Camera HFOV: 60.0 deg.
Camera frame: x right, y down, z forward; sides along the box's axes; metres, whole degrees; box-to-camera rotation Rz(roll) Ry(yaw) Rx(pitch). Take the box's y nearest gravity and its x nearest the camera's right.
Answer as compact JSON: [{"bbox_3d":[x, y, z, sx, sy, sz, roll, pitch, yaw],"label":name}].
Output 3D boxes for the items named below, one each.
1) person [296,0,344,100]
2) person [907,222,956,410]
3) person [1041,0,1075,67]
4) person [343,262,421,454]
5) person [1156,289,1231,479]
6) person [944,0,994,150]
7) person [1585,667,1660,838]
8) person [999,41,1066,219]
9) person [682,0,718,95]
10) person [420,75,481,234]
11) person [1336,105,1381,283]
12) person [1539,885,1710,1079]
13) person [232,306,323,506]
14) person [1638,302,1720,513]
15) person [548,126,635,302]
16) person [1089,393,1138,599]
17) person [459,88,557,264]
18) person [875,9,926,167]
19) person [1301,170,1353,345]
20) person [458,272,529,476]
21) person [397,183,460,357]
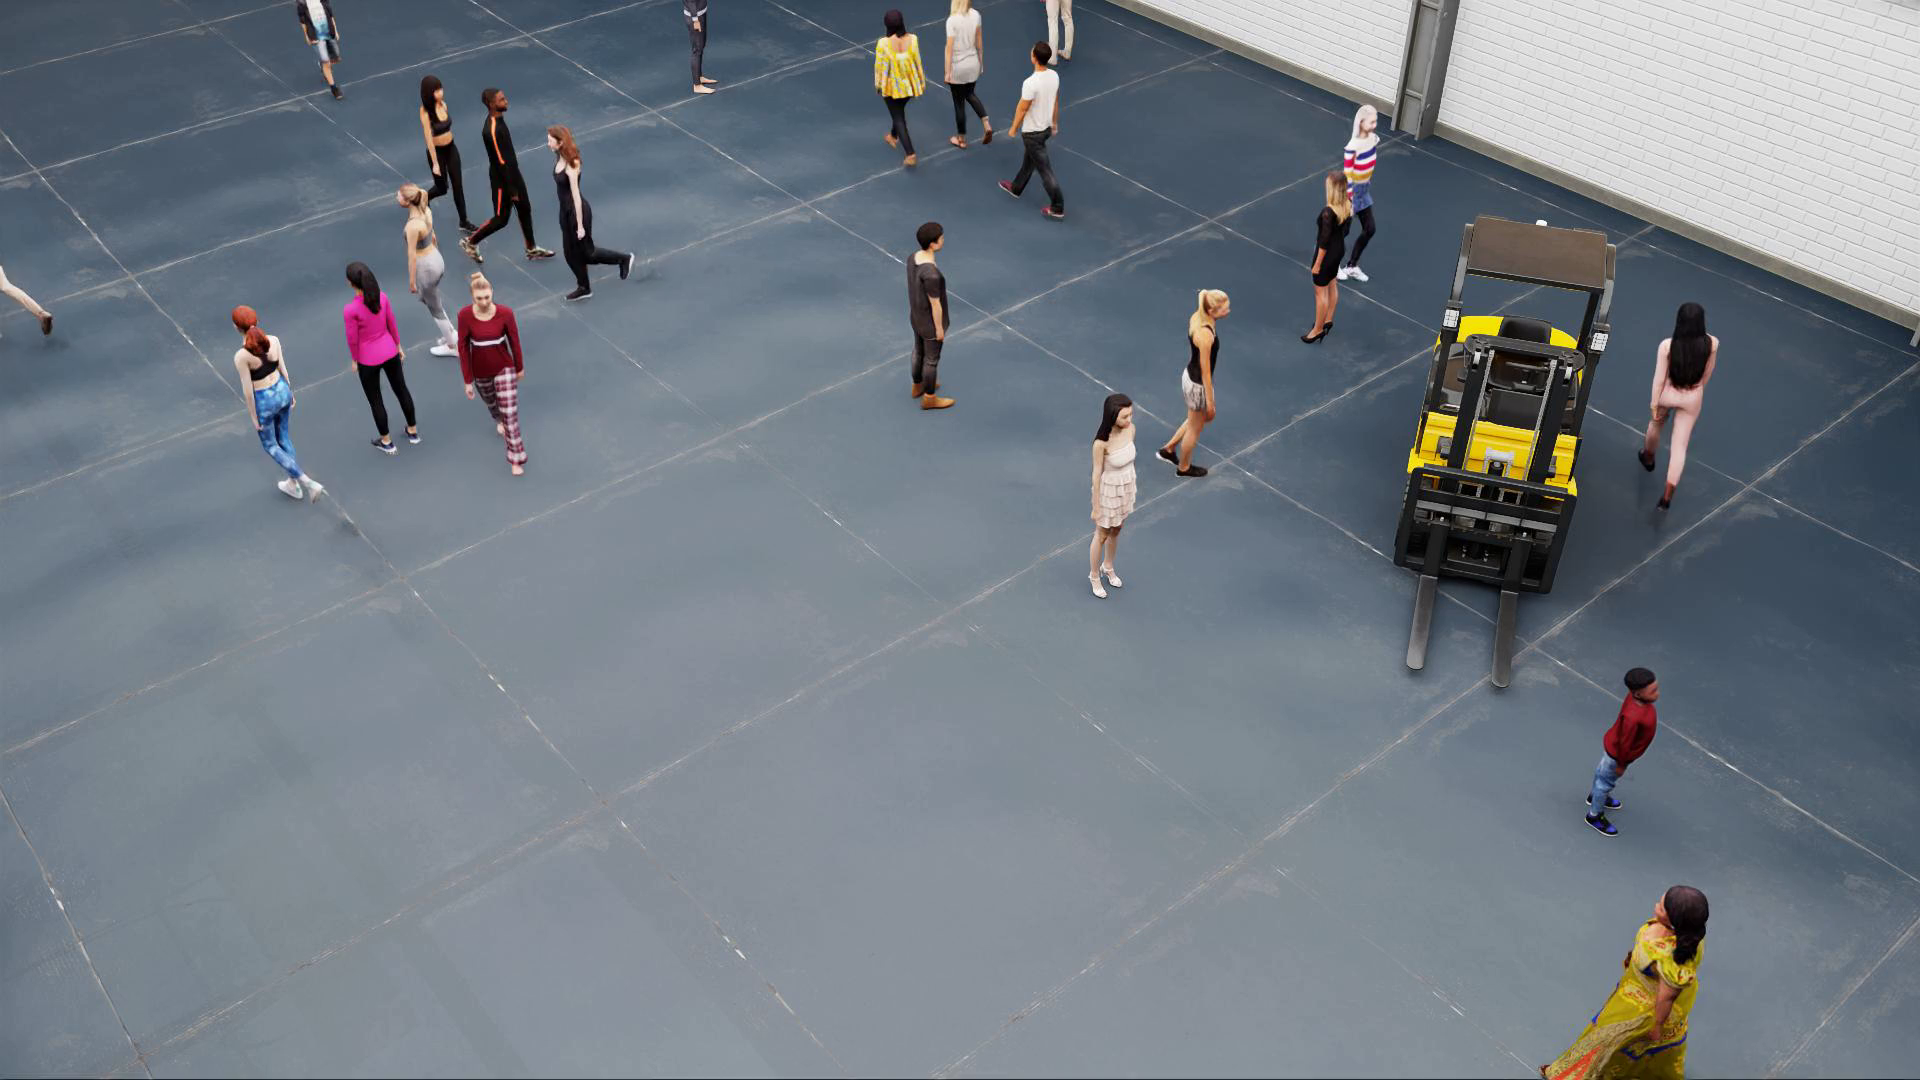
[{"bbox_3d":[-7.408,-5.871,19.252,0.564,1.430,0.829,-31,48,-32],"label":"person"},{"bbox_3d":[-0.277,-1.905,14.059,0.737,1.714,0.564,-16,41,-19],"label":"person"},{"bbox_3d":[1.187,-6.602,19.834,0.646,1.847,0.547,-26,45,-29],"label":"person"},{"bbox_3d":[-4.719,-1.489,13.559,0.635,1.698,0.640,28,46,30],"label":"person"},{"bbox_3d":[1.788,-1.221,13.114,0.866,1.825,0.802,-3,39,-3],"label":"person"},{"bbox_3d":[0.104,-5.055,17.920,0.616,1.817,0.808,-28,46,-30],"label":"person"},{"bbox_3d":[4.144,1.285,10.432,0.592,1.256,0.576,16,41,20],"label":"person"},{"bbox_3d":[0.848,-4.092,16.771,1.201,1.758,0.834,24,45,27],"label":"person"},{"bbox_3d":[-3.066,-6.086,19.252,0.753,1.768,0.664,-1,39,-2],"label":"person"},{"bbox_3d":[-5.209,-3.833,16.539,1.010,1.632,0.772,18,42,21],"label":"person"},{"bbox_3d":[3.648,-3.286,15.725,0.669,1.792,0.685,-30,48,-32],"label":"person"},{"bbox_3d":[3.722,2.425,8.710,1.129,1.633,1.017,16,41,19],"label":"person"},{"bbox_3d":[-5.264,-0.986,12.872,0.964,1.769,0.716,23,44,27],"label":"person"},{"bbox_3d":[5.599,-1.002,12.962,1.194,1.672,1.168,9,40,11],"label":"person"},{"bbox_3d":[-3.489,-3.053,15.490,0.666,1.723,0.881,-27,46,-30],"label":"person"},{"bbox_3d":[1.104,-0.329,12.068,0.589,1.736,0.530,-31,48,-33],"label":"person"},{"bbox_3d":[-4.450,-3.439,15.924,1.107,1.784,1.113,-1,39,-1],"label":"person"},{"bbox_3d":[-0.631,-4.779,17.740,0.779,1.612,1.072,-20,43,-23],"label":"person"},{"bbox_3d":[3.297,-2.526,14.868,0.540,1.676,0.589,24,45,27],"label":"person"},{"bbox_3d":[-3.794,-1.406,13.477,0.953,1.661,1.168,-7,39,-9],"label":"person"},{"bbox_3d":[-4.597,-2.361,14.646,0.749,1.693,0.693,5,39,6],"label":"person"}]
